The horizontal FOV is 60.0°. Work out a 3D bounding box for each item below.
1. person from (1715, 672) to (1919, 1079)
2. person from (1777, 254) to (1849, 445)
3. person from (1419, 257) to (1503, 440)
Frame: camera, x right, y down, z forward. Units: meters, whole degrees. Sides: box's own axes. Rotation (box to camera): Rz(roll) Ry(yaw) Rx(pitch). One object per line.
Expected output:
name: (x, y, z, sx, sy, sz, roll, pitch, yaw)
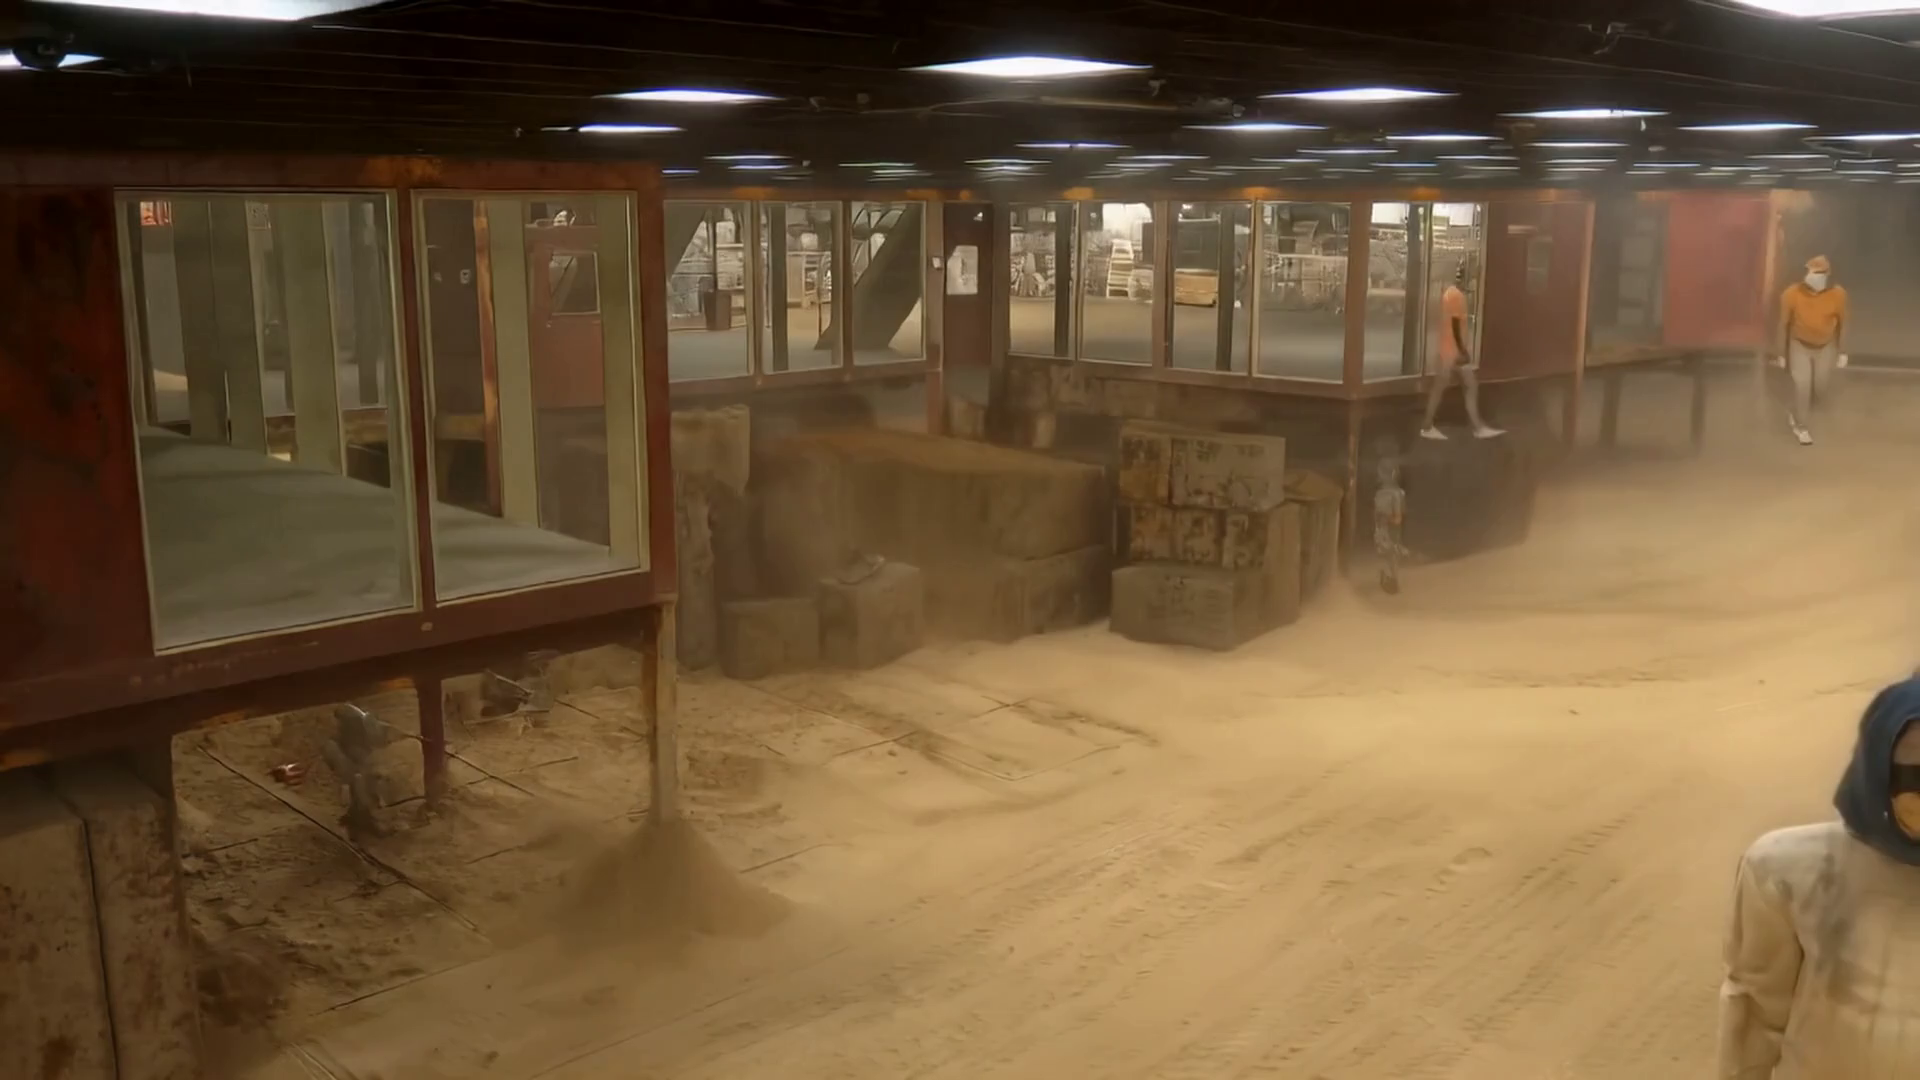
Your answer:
person: (1.452, 1.004, 2.627, 0.500, 1.633, 0.280, 5, 12, 22)
person: (8.551, -1.931, 16.729, 0.652, 1.876, 0.883, 1, 11, 7)
person: (5.039, -1.881, 16.586, 0.895, 1.834, 0.521, 7, 13, 31)
